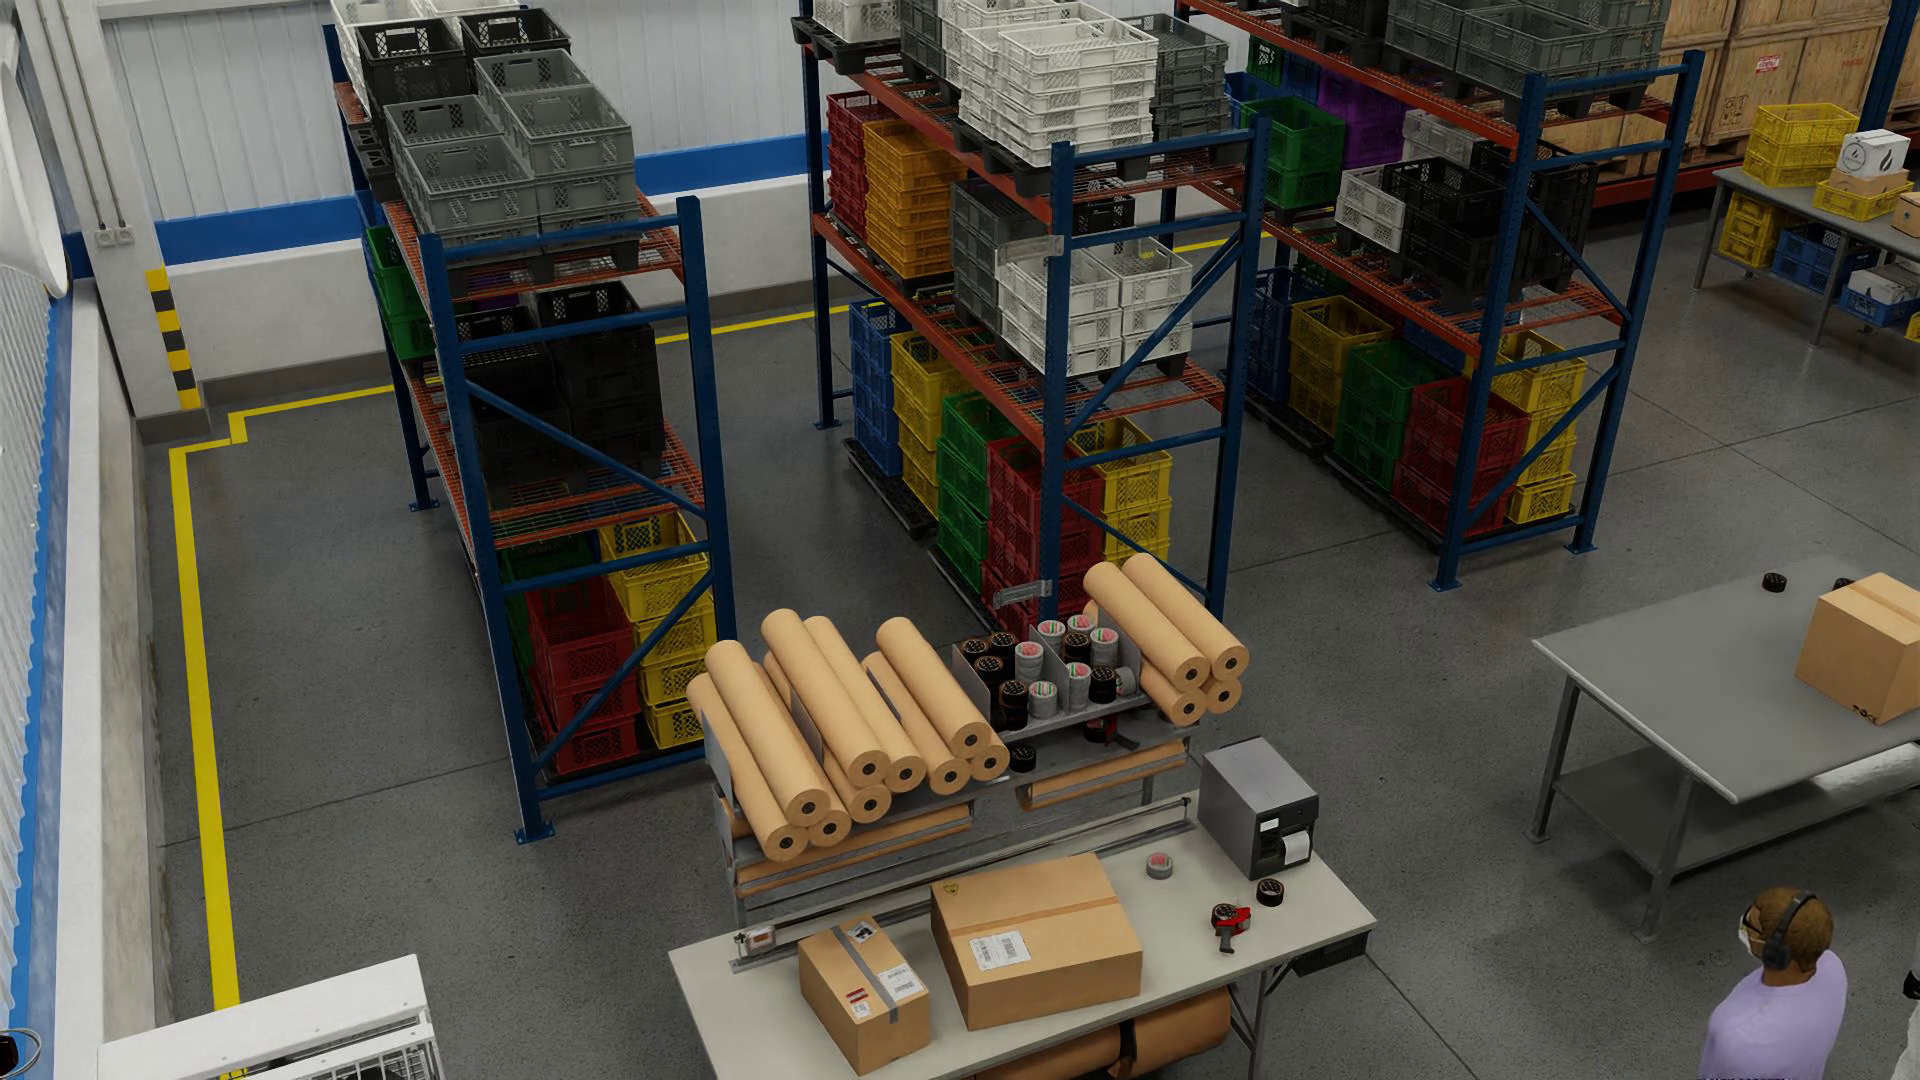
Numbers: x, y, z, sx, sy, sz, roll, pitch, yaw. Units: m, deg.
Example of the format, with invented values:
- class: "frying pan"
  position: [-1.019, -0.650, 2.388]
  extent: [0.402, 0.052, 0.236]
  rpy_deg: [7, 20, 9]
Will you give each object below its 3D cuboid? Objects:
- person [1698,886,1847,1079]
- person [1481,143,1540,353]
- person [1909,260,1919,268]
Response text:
- class: "person"
  position: [2.485, 1.882, 5.326]
  extent: [0.625, 1.932, 0.376]
  rpy_deg: [-27, 41, -36]
- class: "person"
  position: [3.771, -1.895, 11.496]
  extent: [0.576, 1.881, 0.352]
  rpy_deg: [-20, 37, -29]
- class: "person"
  position: [7.477, -2.521, 12.532]
  extent: [0.336, 1.865, 0.521]
  rpy_deg: [-20, 37, -30]
